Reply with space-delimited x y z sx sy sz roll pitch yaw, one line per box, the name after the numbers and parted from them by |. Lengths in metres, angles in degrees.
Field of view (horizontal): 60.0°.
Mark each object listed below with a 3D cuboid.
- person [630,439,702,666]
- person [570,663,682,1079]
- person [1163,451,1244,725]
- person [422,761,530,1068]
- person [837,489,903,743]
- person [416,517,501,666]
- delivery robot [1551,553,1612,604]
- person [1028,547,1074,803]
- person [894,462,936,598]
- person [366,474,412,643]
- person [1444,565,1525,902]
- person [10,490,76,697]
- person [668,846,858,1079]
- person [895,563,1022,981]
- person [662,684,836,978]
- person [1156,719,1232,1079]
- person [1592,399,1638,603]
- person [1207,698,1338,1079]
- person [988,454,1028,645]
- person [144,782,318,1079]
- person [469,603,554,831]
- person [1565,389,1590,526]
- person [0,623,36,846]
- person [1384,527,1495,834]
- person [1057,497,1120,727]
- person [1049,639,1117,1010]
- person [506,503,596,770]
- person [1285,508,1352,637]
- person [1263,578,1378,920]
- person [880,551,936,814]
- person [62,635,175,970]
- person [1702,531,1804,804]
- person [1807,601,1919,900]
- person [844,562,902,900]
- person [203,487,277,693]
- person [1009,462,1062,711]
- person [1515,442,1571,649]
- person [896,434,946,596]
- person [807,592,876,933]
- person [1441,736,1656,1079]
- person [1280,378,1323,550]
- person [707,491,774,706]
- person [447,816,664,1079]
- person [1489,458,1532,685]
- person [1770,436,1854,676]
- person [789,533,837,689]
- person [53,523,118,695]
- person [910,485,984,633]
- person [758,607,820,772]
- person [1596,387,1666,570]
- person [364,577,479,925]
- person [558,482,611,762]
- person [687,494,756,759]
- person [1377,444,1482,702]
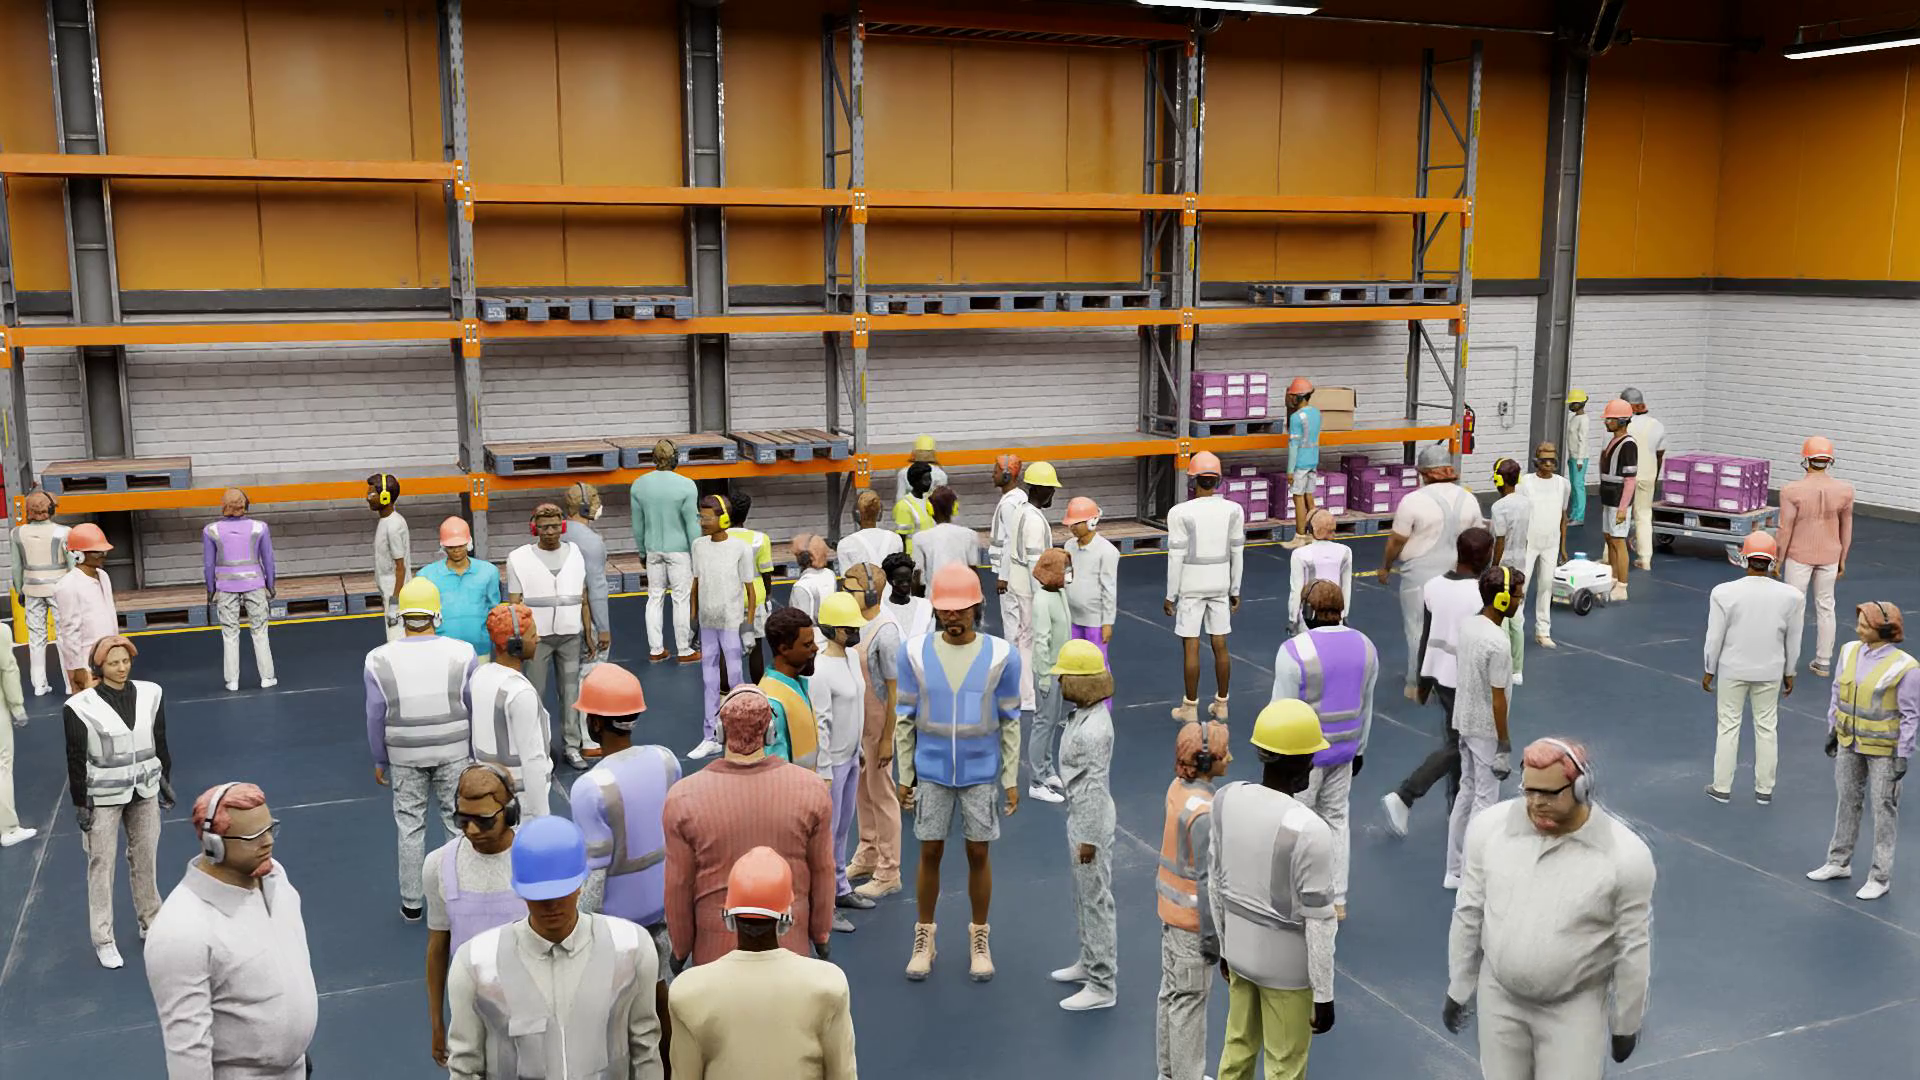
-2.468 0.108 14.089 0.631 1.940 0.372 3 10 17 | person
-1.319 1.429 6.470 0.362 1.939 0.542 6 11 30 | person
1.792 0.357 12.352 0.614 2.040 0.390 -3 10 -17 | person
-1.553 1.626 5.654 0.516 1.835 0.358 0 10 0 | person
-0.643 0.557 11.766 0.506 1.846 0.344 -6 12 -31 | person
-3.347 0.706 11.172 0.573 1.749 0.332 -4 11 -23 | person
6.064 0.368 16.300 0.707 0.478 0.477 -7 12 -36 | delivery robot
0.593 0.850 10.689 0.266 1.632 0.509 3 10 17 | person
-0.391 0.148 14.599 0.322 1.689 0.547 7 12 34 | person
-4.258 0.430 12.428 0.320 1.871 0.533 -4 11 -23 | person
2.821 1.046 8.930 0.337 1.857 0.524 -1 10 -7 | person
-7.173 0.428 13.100 0.524 1.639 0.308 0 10 -3 | person
-0.586 1.774 5.013 0.563 1.753 0.327 -1 10 -5 | person
-0.011 1.114 7.985 0.608 2.045 0.391 1 10 5 | person
-0.790 1.479 6.279 0.644 1.908 0.408 -2 10 -14 | person
0.952 1.530 6.751 0.314 1.641 0.515 -1 10 -4 | person
6.547 -0.391 16.661 0.379 2.041 0.616 1 10 6 | person
1.141 1.512 6.027 0.370 1.927 0.588 -7 12 -33 | person
0.392 0.237 13.505 0.354 1.883 0.576 1 10 7 | person
-2.197 1.672 5.170 0.403 1.906 0.651 1 10 4 | person
-2.078 1.224 7.813 0.346 1.882 0.584 -8 13 -39 | person
7.878 -1.051 21.293 0.340 1.761 0.524 1 10 6 | person
-5.785 1.003 9.841 0.504 1.628 0.279 2 10 11 | person
2.940 0.848 10.005 0.845 1.884 0.584 -4 10 -20 | person
0.911 0.545 12.142 0.350 1.739 0.573 -7 12 -36 | person
0.568 1.310 7.729 0.324 1.740 0.492 0 10 -2 | person
-2.749 0.656 11.191 0.568 1.843 0.374 -6 11 -29 | person
2.634 0.583 12.208 0.523 1.638 0.311 -3 10 -19 | person
1.856 1.106 8.658 0.638 1.831 0.429 -5 11 -28 | person
-0.373 0.906 10.189 0.532 1.696 0.319 -5 11 -27 | person
-4.150 1.272 8.240 0.308 1.640 0.511 6 12 32 | person
5.020 0.809 10.579 0.572 1.750 0.331 2 10 10 | person
4.951 1.131 9.060 0.313 1.637 0.512 -4 10 -20 | person
-0.499 1.026 9.062 0.333 1.844 0.514 -5 11 -28 | person
-5.739 0.398 13.276 0.521 1.639 0.311 -4 10 -20 | person
0.575 0.355 12.726 0.397 1.920 0.586 -1 10 -5 | person
5.112 0.053 14.670 0.506 1.846 0.351 0 10 -1 | person
-0.368 -0.172 16.289 0.492 1.741 0.340 2 10 14 | person
-0.620 1.136 8.661 0.311 1.768 0.531 3 10 17 | person
2.026 1.584 5.766 0.645 1.880 0.460 8 13 38 | person
4.011 -0.892 19.586 0.401 2.035 0.602 8 13 40 | person
-1.683 0.472 12.687 0.536 1.697 0.318 0 10 -2 | person
-1.145 1.720 4.774 0.605 1.948 0.391 -4 11 -20 | person
4.373 0.269 13.373 0.534 1.863 0.321 -9 13 -42 | person
7.023 0.139 13.739 0.610 1.996 0.378 0 10 2 | person
-0.983 0.761 11.173 0.309 1.644 0.513 4 10 20 | person
-5.657 0.756 10.883 0.336 1.753 0.564 0 10 -2 | person
-0.096 0.512 12.168 0.531 1.816 1.015 -3 10 -18 | person
-0.804 1.246 7.586 0.390 1.920 0.587 0 10 -1 | person
7.401 -0.697 18.427 0.702 2.000 0.536 0 10 0 | person
-2.774 1.098 8.688 0.588 1.833 0.404 -3 10 -17 | person
-2.594 0.558 11.490 0.364 1.939 0.636 -8 13 -39 | person
-1.645 0.607 11.418 0.538 1.866 0.313 5 11 25 | person
3.660 0.237 13.048 0.701 2.000 0.569 -4 11 -22 | person
